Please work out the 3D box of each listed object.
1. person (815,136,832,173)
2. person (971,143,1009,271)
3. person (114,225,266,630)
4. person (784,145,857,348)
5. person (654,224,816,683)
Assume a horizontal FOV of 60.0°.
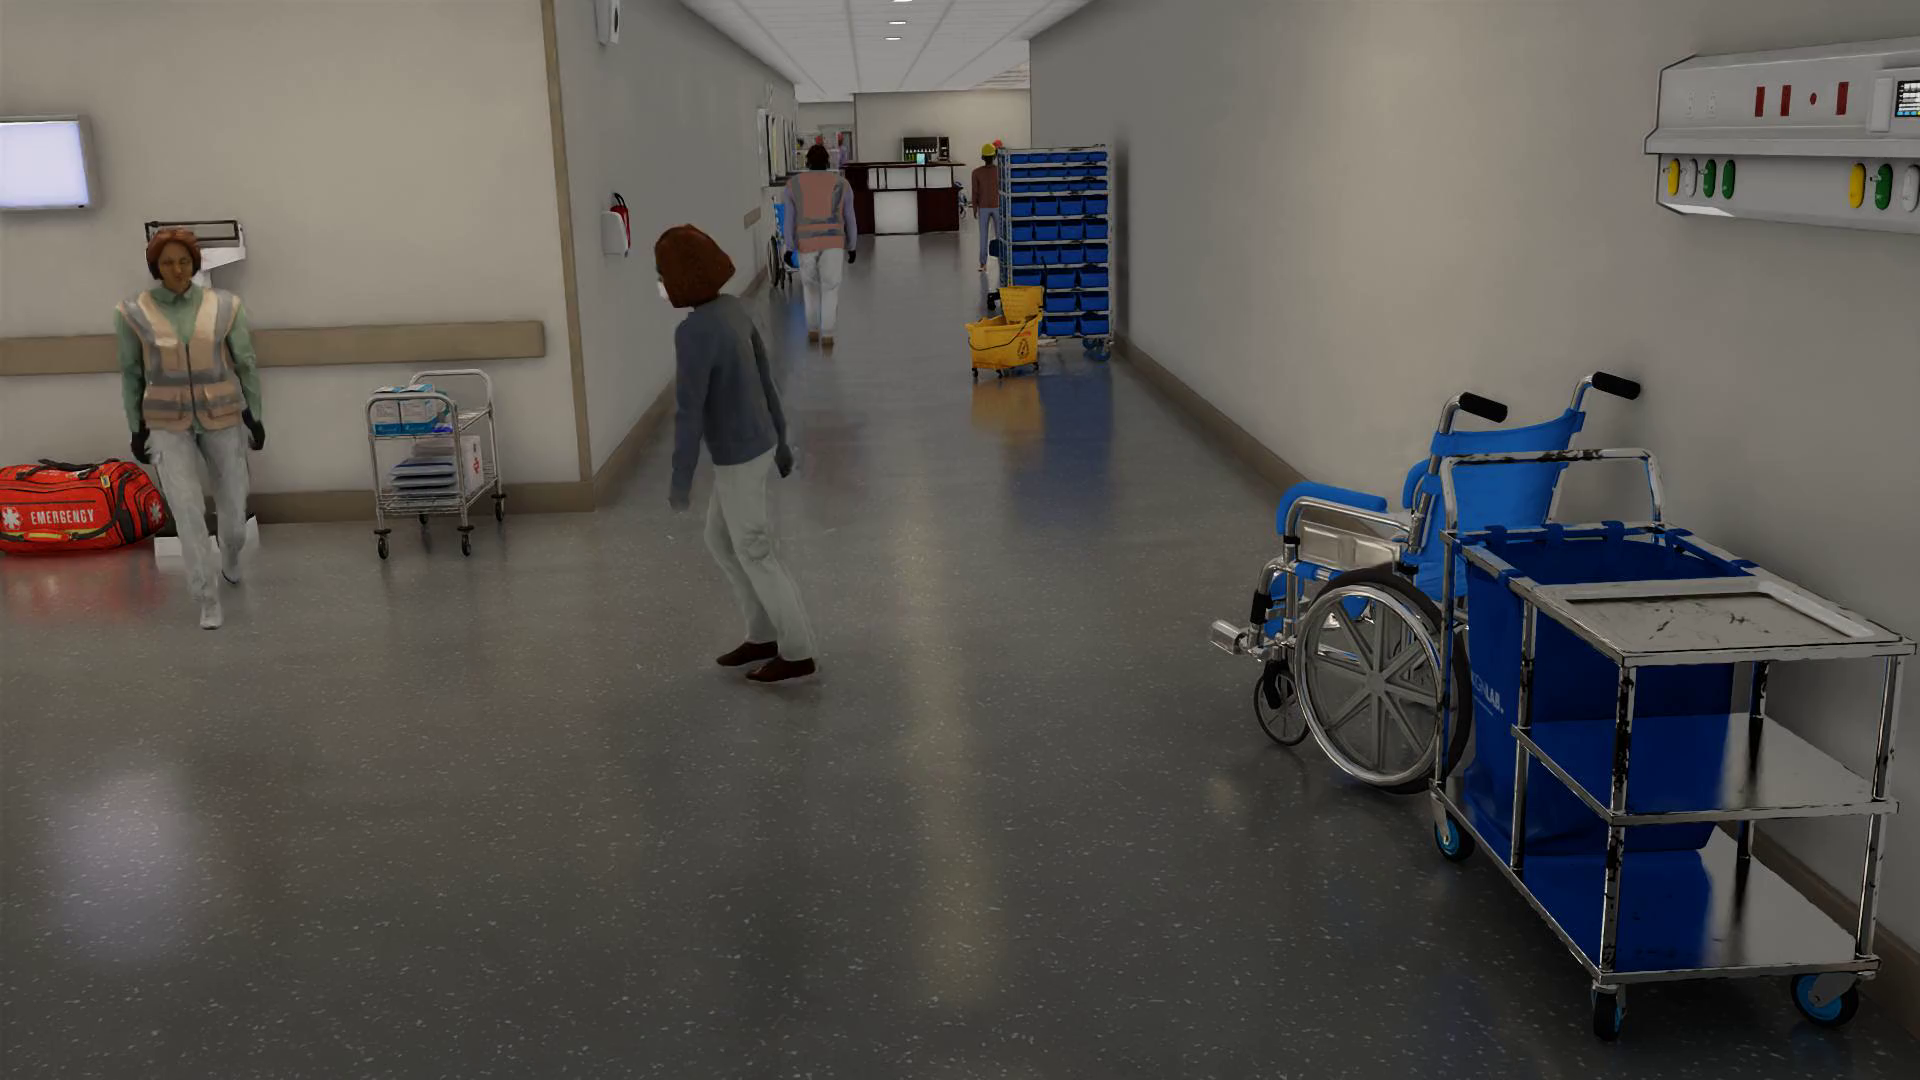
[{"bbox_3d":[-3.725,-9.717,44.135,0.624,1.955,0.886,0,14,6],"label":"person"},{"bbox_3d":[0.422,-4.614,23.094,0.518,1.756,0.349,-1,14,3],"label":"person"},{"bbox_3d":[-3.159,-0.491,6.875,0.531,1.609,0.739,-10,16,-29],"label":"person"},{"bbox_3d":[-1.268,-2.707,15.325,0.659,1.813,0.840,-2,14,0],"label":"person"},{"bbox_3d":[-0.757,-0.271,5.682,0.494,1.595,0.519,0,14,9],"label":"person"}]
